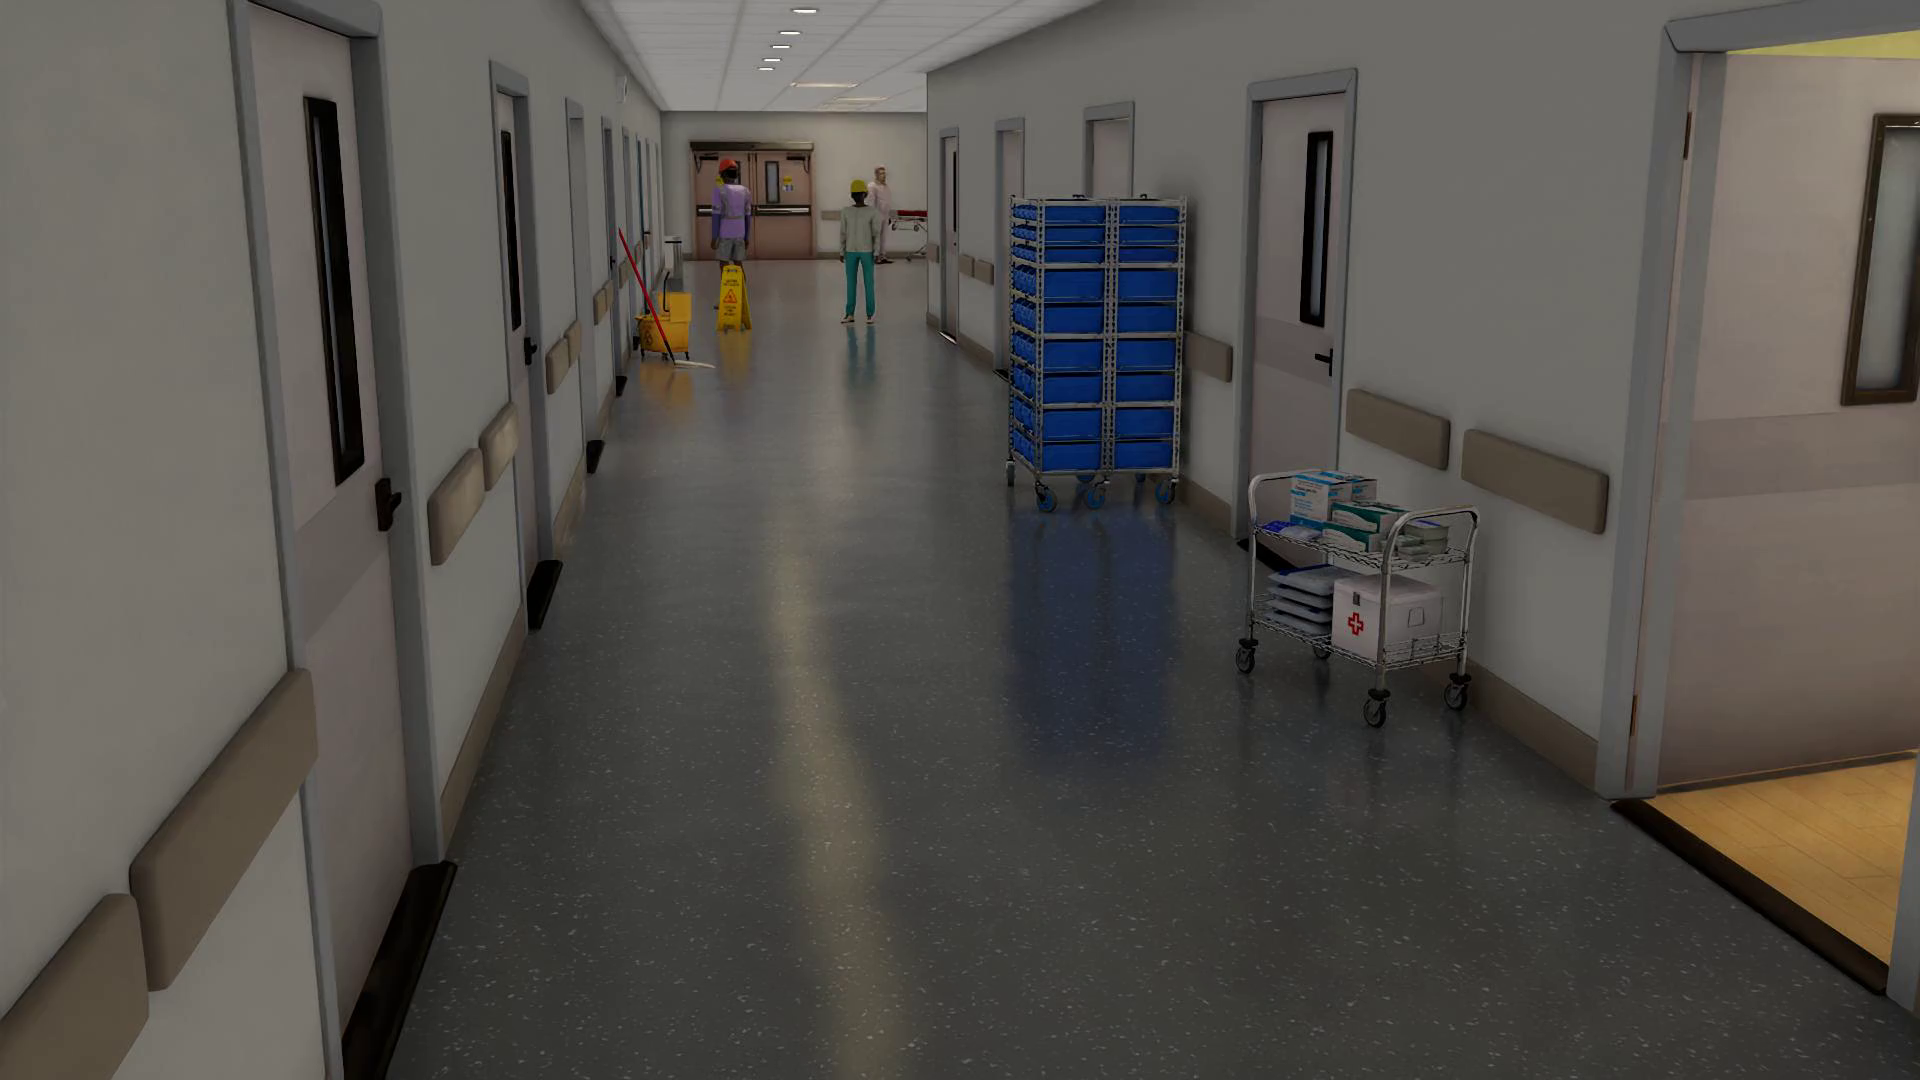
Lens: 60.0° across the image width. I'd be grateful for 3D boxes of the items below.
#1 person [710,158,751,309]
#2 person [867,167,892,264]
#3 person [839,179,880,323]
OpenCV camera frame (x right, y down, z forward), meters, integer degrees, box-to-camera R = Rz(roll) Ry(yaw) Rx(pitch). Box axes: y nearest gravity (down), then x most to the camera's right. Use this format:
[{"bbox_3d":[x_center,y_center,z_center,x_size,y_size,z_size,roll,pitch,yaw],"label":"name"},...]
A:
[{"bbox_3d":[-3.128,-4.150,22.619,0.613,2.029,0.407,-12,17,-42],"label":"person"},{"bbox_3d":[-1.563,-6.447,33.104,0.397,1.902,0.662,7,15,29],"label":"person"},{"bbox_3d":[-1.244,-3.563,20.587,0.524,1.770,0.315,3,13,14],"label":"person"}]
